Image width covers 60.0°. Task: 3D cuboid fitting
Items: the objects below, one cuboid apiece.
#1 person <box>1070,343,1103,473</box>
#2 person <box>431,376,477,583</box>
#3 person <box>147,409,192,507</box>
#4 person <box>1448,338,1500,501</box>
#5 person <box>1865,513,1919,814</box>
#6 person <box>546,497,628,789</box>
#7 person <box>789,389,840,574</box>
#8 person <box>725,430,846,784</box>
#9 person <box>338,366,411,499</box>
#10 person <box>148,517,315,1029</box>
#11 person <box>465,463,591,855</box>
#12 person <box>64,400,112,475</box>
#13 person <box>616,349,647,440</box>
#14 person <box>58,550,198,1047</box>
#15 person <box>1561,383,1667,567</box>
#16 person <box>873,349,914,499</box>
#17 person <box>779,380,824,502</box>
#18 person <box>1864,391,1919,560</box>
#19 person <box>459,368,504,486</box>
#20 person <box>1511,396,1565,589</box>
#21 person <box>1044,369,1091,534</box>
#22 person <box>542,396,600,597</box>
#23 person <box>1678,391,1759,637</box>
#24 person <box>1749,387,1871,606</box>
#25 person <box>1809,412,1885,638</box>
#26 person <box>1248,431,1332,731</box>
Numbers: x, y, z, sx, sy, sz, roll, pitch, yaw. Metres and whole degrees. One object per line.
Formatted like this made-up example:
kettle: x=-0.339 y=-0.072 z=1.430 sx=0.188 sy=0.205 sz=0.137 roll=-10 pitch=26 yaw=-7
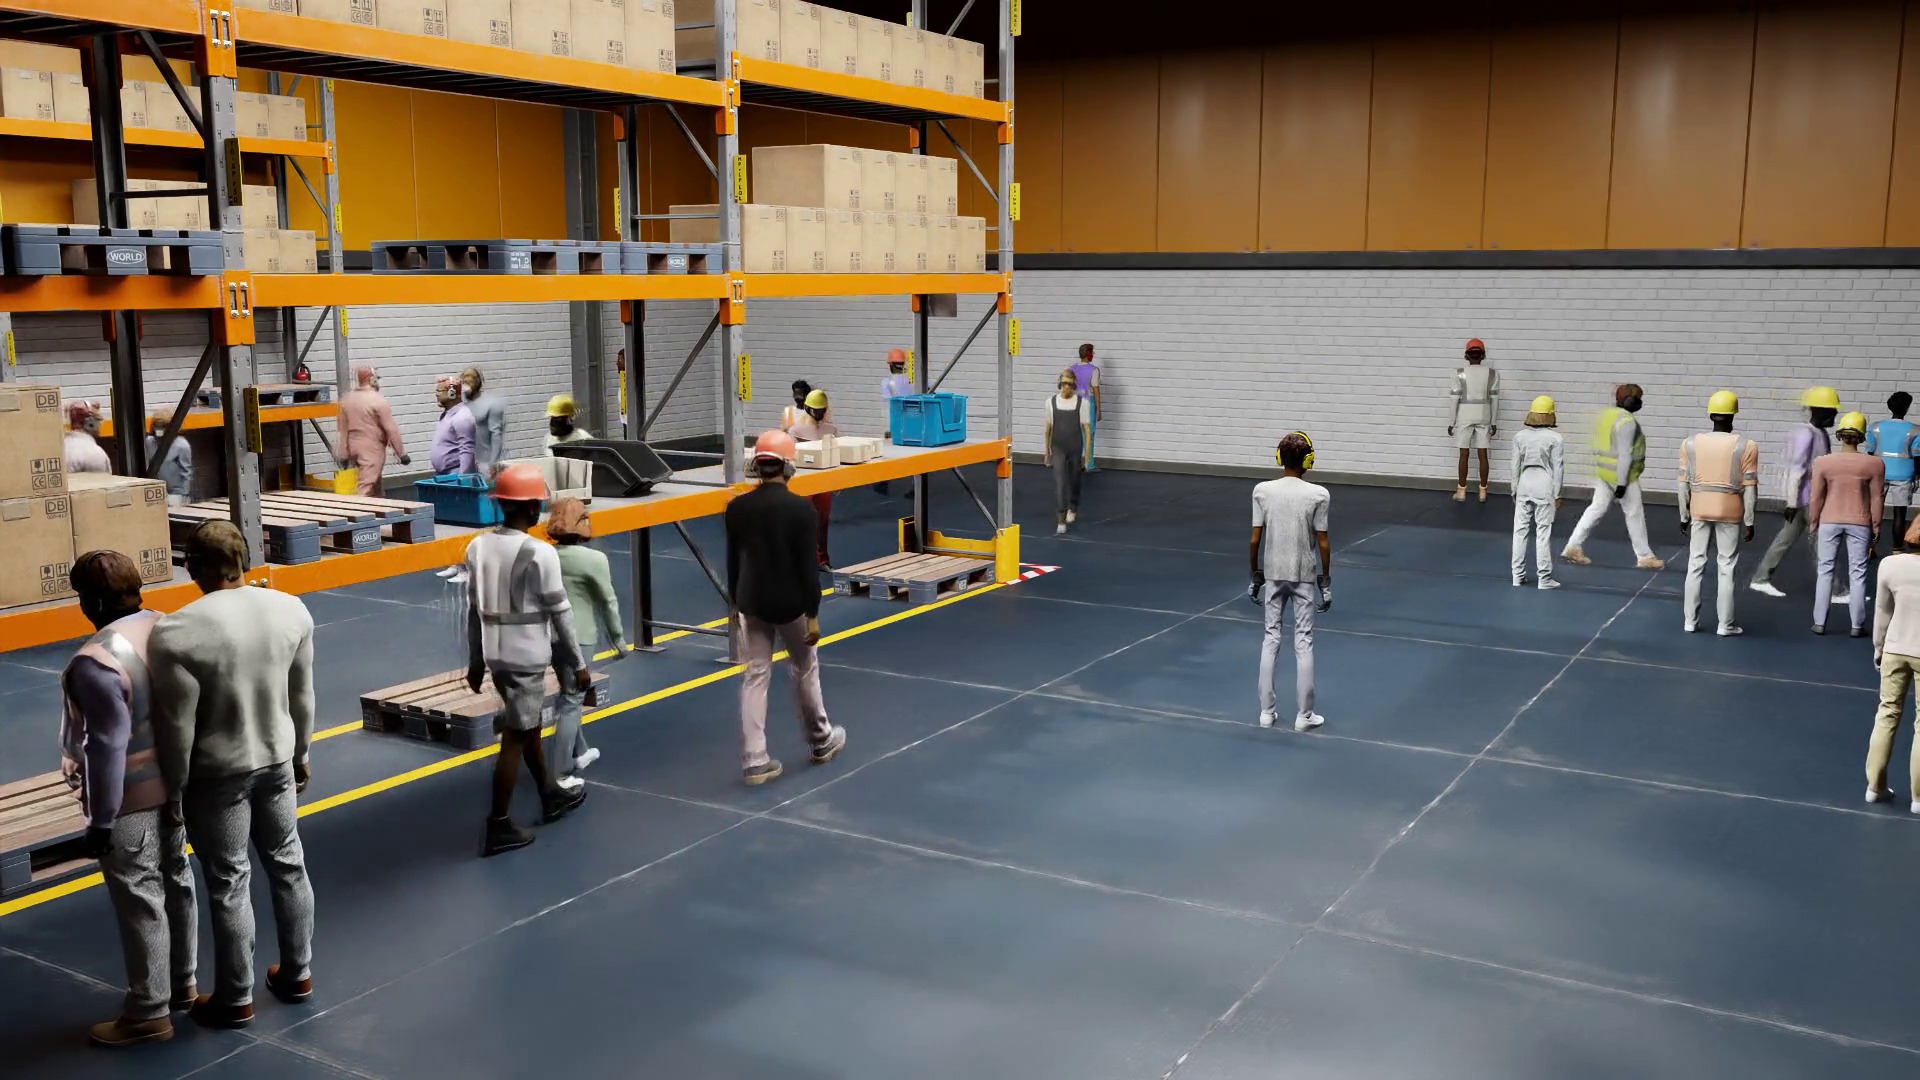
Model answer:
person: x=1.775 y=-1.873 z=23.704 sx=0.390 sy=1.850 sz=0.565 roll=-8 pitch=12 yaw=-43
person: x=-4.660 y=-0.560 z=15.334 sx=0.399 sy=1.910 sz=0.643 roll=-5 pitch=10 yaw=-29
person: x=-7.304 y=-0.412 z=15.306 sx=0.572 sy=1.605 sz=0.422 roll=2 pitch=9 yaw=13
person: x=6.394 y=-1.489 z=20.743 sx=0.605 sy=2.033 sz=0.392 roll=1 pitch=9 yaw=5
person: x=5.066 y=0.630 z=8.787 sx=0.277 sy=1.625 sz=0.499 roll=-6 pitch=11 yaw=-31
person: x=-2.107 y=0.562 z=9.259 sx=0.513 sy=1.606 sz=0.735 roll=4 pitch=10 yaw=24
person: x=-1.355 y=-0.534 z=15.630 sx=0.522 sy=1.763 sz=0.319 roll=-7 pitch=11 yaw=-37
person: x=-1.000 y=0.355 z=9.433 sx=0.648 sy=1.959 sz=0.829 roll=4 pitch=10 yaw=22
person: x=-6.264 y=-0.926 z=17.771 sx=0.656 sy=1.858 sz=0.979 roll=6 pitch=11 yaw=34
person: x=-2.734 y=0.873 z=6.296 sx=0.372 sy=1.938 sz=0.627 roll=7 pitch=11 yaw=36
person: x=-2.089 y=0.565 z=8.307 sx=0.570 sy=1.901 sz=0.886 roll=6 pitch=11 yaw=35
person: x=-6.701 y=-0.129 z=12.703 sx=0.664 sy=1.885 sz=0.553 roll=6 pitch=11 yaw=34
person: x=-4.076 y=-1.420 z=20.672 sx=0.391 sy=1.917 sz=0.587 roll=-3 pitch=10 yaw=-18
person: x=-3.080 y=0.944 z=6.163 sx=0.430 sy=1.840 sz=0.623 roll=0 pitch=9 yaw=0
person: x=6.338 y=-0.620 z=16.085 sx=0.981 sy=1.802 sz=0.630 roll=0 pitch=9 yaw=-2
person: x=-0.775 y=-1.472 z=21.088 sx=0.566 sy=1.882 sz=0.994 roll=-6 pitch=11 yaw=-32
person: x=-1.798 y=-0.947 z=18.529 sx=0.541 sy=1.651 sz=0.873 roll=5 pitch=11 yaw=31
person: x=9.183 y=-0.619 z=16.381 sx=0.530 sy=1.689 sz=0.321 roll=7 pitch=12 yaw=38
person: x=-4.943 y=-0.796 z=16.868 sx=0.655 sy=1.880 sz=1.040 roll=2 pitch=9 yaw=14
person: x=5.228 y=-0.434 z=15.052 sx=0.310 sy=1.744 sz=0.486 roll=-8 pitch=12 yaw=-43
person: x=1.199 y=-1.012 z=18.507 sx=0.520 sy=1.811 sz=0.928 roll=1 pitch=9 yaw=7
person: x=-3.409 y=-0.335 z=14.268 sx=0.613 sy=1.784 sz=0.906 roll=5 pitch=10 yaw=27
person: x=5.930 y=-0.203 z=13.035 sx=0.587 sy=1.930 sz=0.355 roll=7 pitch=12 yaw=39
person: x=7.365 y=-0.390 z=14.371 sx=0.986 sy=1.873 sz=0.606 roll=7 pitch=11 yaw=37
person: x=6.917 y=-0.116 z=12.999 sx=0.523 sy=1.769 sz=0.316 roll=5 pitch=11 yaw=30
person: x=2.060 y=0.255 z=10.364 sx=0.532 sy=1.869 sz=0.311 roll=4 pitch=10 yaw=26
